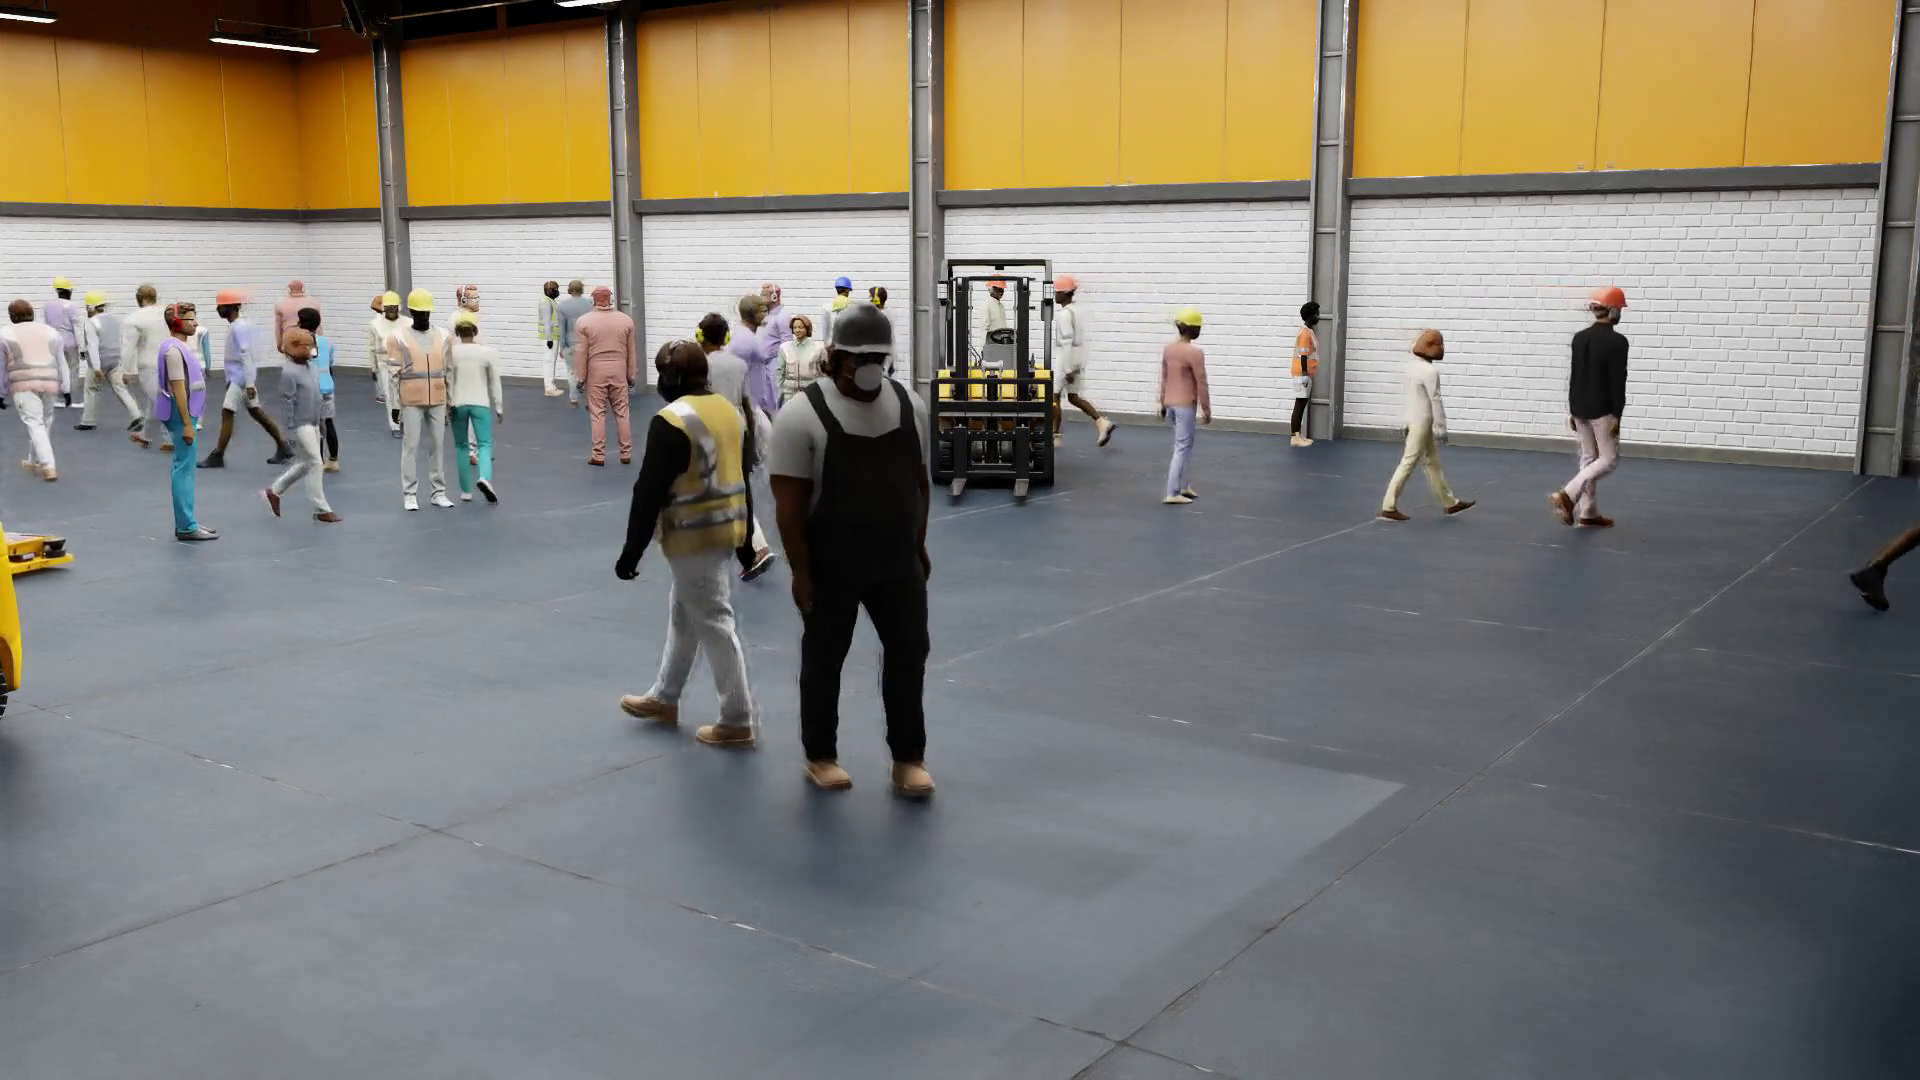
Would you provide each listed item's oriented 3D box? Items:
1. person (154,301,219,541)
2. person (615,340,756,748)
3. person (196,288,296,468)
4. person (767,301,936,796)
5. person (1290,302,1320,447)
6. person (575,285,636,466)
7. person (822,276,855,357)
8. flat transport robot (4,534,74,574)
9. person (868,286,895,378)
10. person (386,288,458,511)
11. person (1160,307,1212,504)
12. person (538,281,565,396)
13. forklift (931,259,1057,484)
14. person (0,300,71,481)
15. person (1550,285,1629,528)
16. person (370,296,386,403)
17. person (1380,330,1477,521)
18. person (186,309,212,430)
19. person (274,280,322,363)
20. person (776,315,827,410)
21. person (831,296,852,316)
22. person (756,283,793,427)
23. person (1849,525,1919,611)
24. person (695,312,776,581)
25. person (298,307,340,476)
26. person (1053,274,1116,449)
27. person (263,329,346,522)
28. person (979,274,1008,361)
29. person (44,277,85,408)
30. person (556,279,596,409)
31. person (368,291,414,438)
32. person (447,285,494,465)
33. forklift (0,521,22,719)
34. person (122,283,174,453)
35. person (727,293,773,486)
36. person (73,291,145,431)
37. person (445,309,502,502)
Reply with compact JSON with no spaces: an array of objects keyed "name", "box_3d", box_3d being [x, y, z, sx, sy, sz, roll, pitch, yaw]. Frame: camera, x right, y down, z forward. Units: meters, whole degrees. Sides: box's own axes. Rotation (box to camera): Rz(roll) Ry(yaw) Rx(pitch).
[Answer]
[{"name":"person","box_3d":[-6.033,-0.918,12.906,0.389,1.847,0.563,-5,11,-25]},{"name":"person","box_3d":[-1.275,0.016,7.464,0.868,1.801,0.641,3,10,17]},{"name":"person","box_3d":[-7.547,-1.705,17.509,1.010,1.890,0.567,-5,11,-26]},{"name":"person","box_3d":[-0.377,0.038,6.638,0.752,2.000,0.776,-5,11,-28]},{"name":"person","box_3d":[4.025,-1.930,19.407,0.322,1.691,0.533,3,10,16]},{"name":"person","box_3d":[-3.759,-1.737,17.620,0.644,1.904,0.399,-5,11,-27]},{"name":"person","box_3d":[-1.657,-2.760,23.608,0.604,1.937,0.403,3,10,19]},{"name":"flat transport robot","box_3d":[-7.023,0.083,11.629,1.431,0.197,0.652,3,10,18]},{"name":"person","box_3d":[-0.981,-2.138,20.144,0.395,1.855,0.560,2,10,14]},{"name":"person","box_3d":[-4.658,-1.219,14.470,0.594,1.922,0.385,-8,12,-38]},{"name":"person","box_3d":[2.059,-1.192,14.828,0.599,1.745,0.543,-5,11,-29]},{"name":"person","box_3d":[-6.563,-3.245,26.780,0.429,1.841,0.634,-1,10,-7]},{"name":"forklift","box_3d":[0.370,-1.738,16.759,1.214,2.155,2.313,1,10,3]},{"name":"person","box_3d":[-9.207,-1.487,16.500,1.029,1.779,0.636,8,12,40]},{"name":"person","box_3d":[5.021,-1.038,13.260,0.639,1.978,0.623,-3,10,-20]},{"name":"person","box_3d":[-8.828,-2.912,25.416,0.274,1.632,0.507,-5,11,-26]},{"name":"person","box_3d":[3.908,-0.939,13.821,0.859,1.580,0.523,0,10,1]},{"name":"person","box_3d":[-9.768,-2.183,21.100,0.526,1.620,0.454,-5,11,-27]},{"name":"person","box_3d":[-9.913,-2.953,24.941,0.647,1.878,0.633,-4,10,-21]},{"name":"person","box_3d":[-1.541,-1.367,16.245,0.520,1.648,0.325,2,10,9]},{"name":"person","box_3d":[-1.340,-1.959,19.376,0.328,1.759,0.524,4,10,20]},{"name":"person","box_3d":[-2.142,-1.975,19.024,0.400,1.910,0.643,-5,11,-27]},{"name":"person","box_3d":[5.957,-0.464,10.041,0.894,1.911,0.553,1,10,7]},{"name":"person","box_3d":[-1.594,-0.632,11.307,0.584,1.826,0.865,-7,12,-37]},{"name":"person","box_3d":[-6.515,-1.496,16.794,0.317,1.695,0.540,3,10,17]},{"name":"person","box_3d":[1.316,-2.029,19.039,0.848,2.017,0.612,4,10,23]},{"name":"person","box_3d":[-5.470,-0.943,13.763,0.699,1.610,0.506,1,10,5]},{"name":"person","box_3d":[0.456,-2.505,21.924,0.391,1.990,0.622,4,10,23]},{"name":"person","box_3d":[-13.126,-2.873,24.390,0.639,1.920,0.444,3,10,16]},{"name":"person","box_3d":[-5.551,-2.857,24.295,0.638,1.911,0.923,-4,10,-23]},{"name":"person","box_3d":[-6.977,-2.178,20.547,0.597,1.801,0.848,-4,10,-22]},{"name":"person","box_3d":[-5.194,-1.752,17.694,0.410,1.909,0.643,-1,10,-5]},{"name":"forklift","box_3d":[-5.296,-0.090,6.943,1.214,2.155,2.313,7,12,35]},{"name":"person","box_3d":[-9.199,-1.930,18.773,0.957,1.896,0.656,4,10,23]},{"name":"person","box_3d":[-1.614,-1.055,13.579,0.989,1.889,0.659,-1,10,-7]},{"name":"person","box_3d":[-10.794,-2.252,21.030,0.917,1.794,0.589,2,10,14]},{"name":"person","box_3d":[-4.360,-1.180,14.823,0.538,1.735,0.690,-3,10,-16]}]
